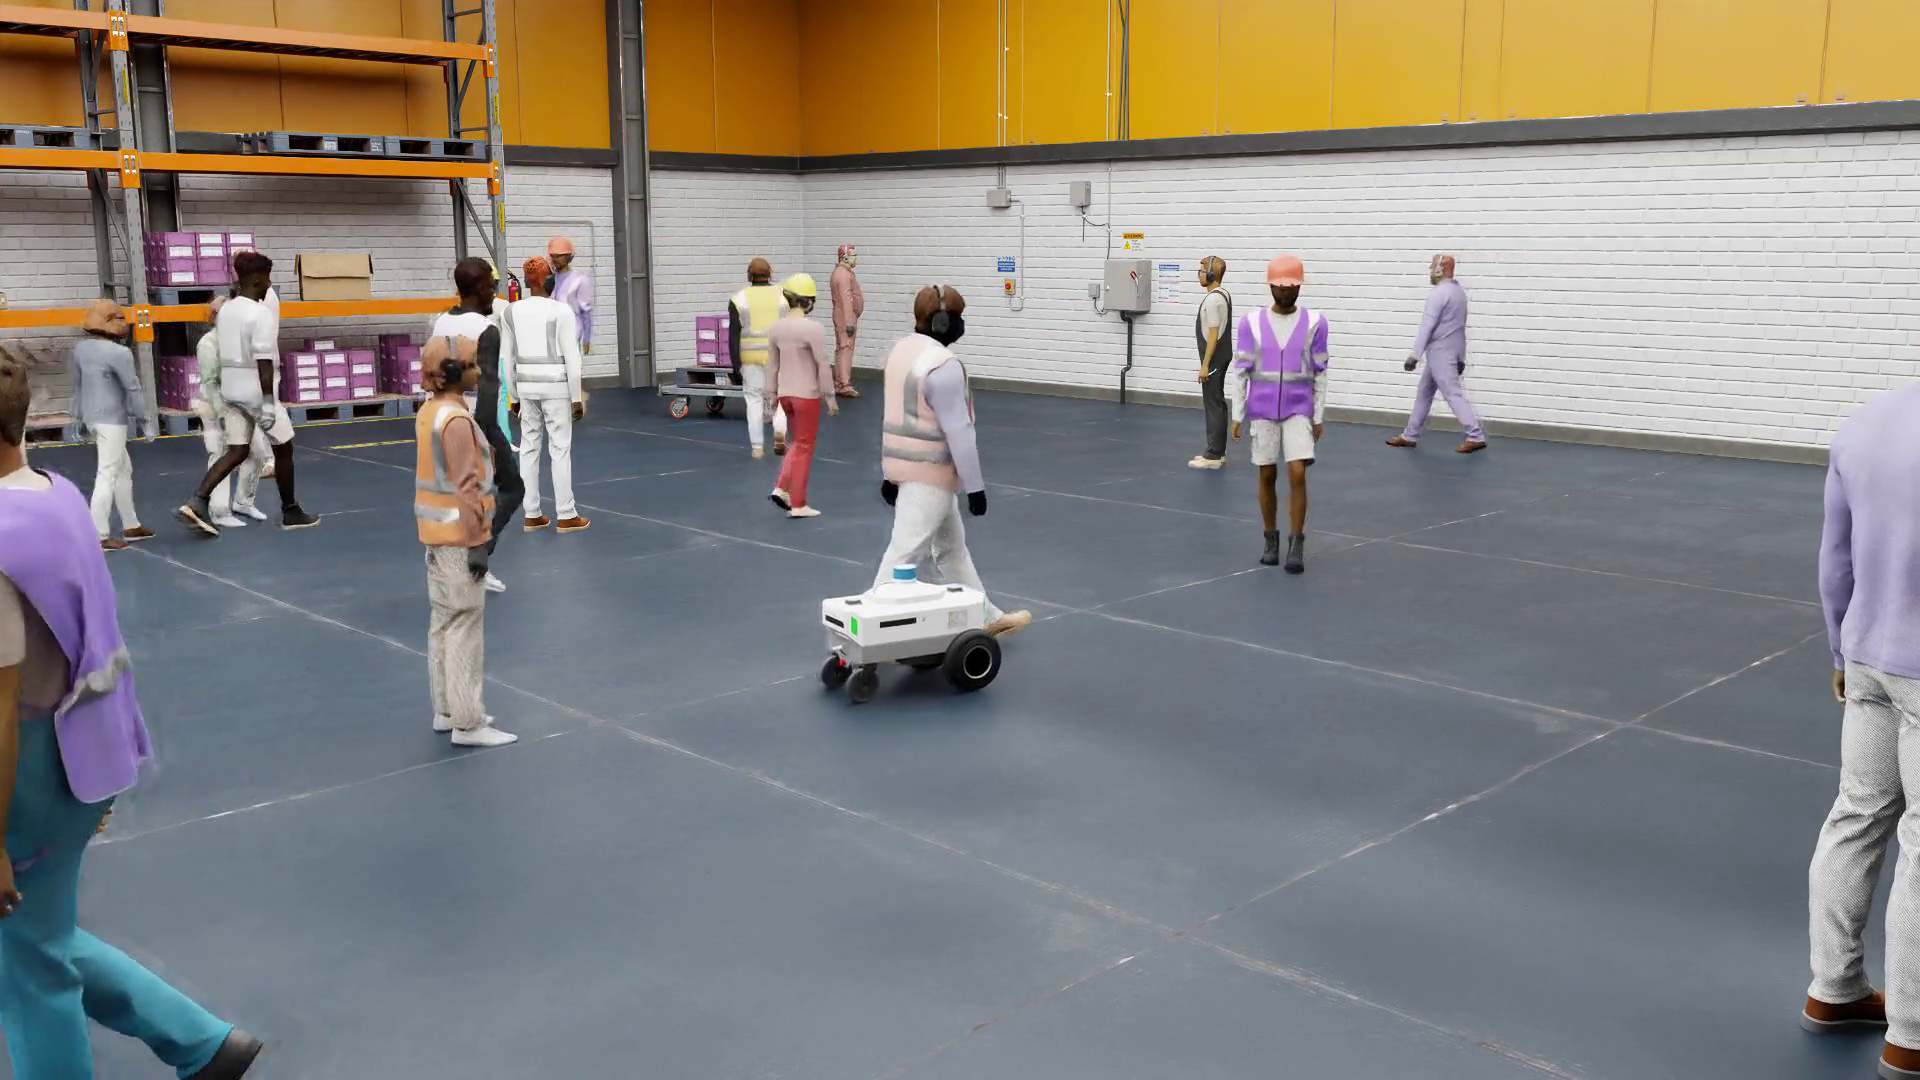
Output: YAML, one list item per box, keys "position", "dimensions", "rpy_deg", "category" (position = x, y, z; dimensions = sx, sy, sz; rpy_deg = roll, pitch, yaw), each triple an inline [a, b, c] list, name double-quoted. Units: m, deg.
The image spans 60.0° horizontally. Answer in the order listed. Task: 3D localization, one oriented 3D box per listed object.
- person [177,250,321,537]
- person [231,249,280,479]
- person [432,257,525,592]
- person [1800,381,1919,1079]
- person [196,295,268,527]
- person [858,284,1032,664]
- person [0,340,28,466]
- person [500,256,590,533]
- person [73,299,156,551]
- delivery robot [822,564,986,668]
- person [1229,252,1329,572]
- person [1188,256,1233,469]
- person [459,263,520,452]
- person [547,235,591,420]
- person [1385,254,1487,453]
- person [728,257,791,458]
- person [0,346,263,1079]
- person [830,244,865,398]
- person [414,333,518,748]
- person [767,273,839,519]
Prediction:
- position: [-4.842, -0.981, 11.205]
  dimensions: [0.605, 1.928, 0.911]
  rpy_deg: [6, 12, 32]
  category: "person"
- position: [-5.908, -1.470, 13.924]
  dimensions: [0.407, 1.910, 0.639]
  rpy_deg: [-8, 13, -36]
  category: "person"
- position: [-2.725, -0.627, 9.353]
  dimensions: [0.601, 1.903, 0.454]
  rpy_deg: [9, 14, 40]
  category: "person"
- position: [2.331, 0.333, 4.005]
  dimensions: [0.354, 1.938, 0.636]
  rpy_deg: [-2, 11, -11]
  category: "person"
- position: [-5.047, -0.875, 11.461]
  dimensions: [0.436, 1.617, 0.534]
  rpy_deg: [2, 11, 11]
  category: "person"
- position: [-0.090, -0.308, 7.914]
  dimensions: [0.971, 1.786, 0.649]
  rpy_deg: [-4, 11, -20]
  category: "person"
- position: [-3.071, 0.187, 4.798]
  dimensions: [0.761, 1.943, 0.495]
  rpy_deg: [-3, 11, -16]
  category: "person"
- position: [-2.829, -0.985, 11.348]
  dimensions: [0.572, 1.883, 0.356]
  rpy_deg: [3, 11, 17]
  category: "person"
- position: [-5.440, -0.746, 10.787]
  dimensions: [0.524, 1.606, 0.688]
  rpy_deg: [6, 12, 28]
  category: "person"
- position: [-0.248, 0.352, 7.425]
  dimensions: [0.707, 0.478, 0.477]
  rpy_deg: [-6, 12, -30]
  category: "delivery robot"
- position: [1.918, -0.761, 10.021]
  dimensions: [0.572, 1.914, 0.695]
  rpy_deg: [2, 11, 12]
  category: "person"
- position: [2.188, -1.539, 14.468]
  dimensions: [0.344, 1.847, 0.504]
  rpy_deg: [4, 11, 21]
  category: "person"
- position: [-4.377, -1.677, 15.447]
  dimensions: [0.527, 1.765, 0.328]
  rpy_deg: [2, 11, 9]
  category: "person"
- position: [-4.111, -2.166, 17.390]
  dimensions: [0.629, 2.024, 0.772]
  rpy_deg: [4, 11, 19]
  category: "person"
- position: [4.529, -1.746, 15.591]
  dimensions: [1.009, 1.859, 0.647]
  rpy_deg: [6, 12, 32]
  category: "person"
- position: [-1.765, -1.623, 14.968]
  dimensions: [0.640, 1.830, 0.606]
  rpy_deg: [-2, 11, -11]
  category: "person"
- position: [-1.808, 0.506, 3.353]
  dimensions: [0.501, 1.834, 0.564]
  rpy_deg: [-3, 11, -18]
  category: "person"
- position: [-1.406, -2.737, 20.836]
  dimensions: [0.407, 1.908, 0.641]
  rpy_deg: [-2, 11, -13]
  category: "person"
- position: [-1.999, 0.005, 6.620]
  dimensions: [0.309, 1.637, 0.519]
  rpy_deg: [-6, 12, -31]
  category: "person"
- position: [-1.118, -1.020, 11.900]
  dimensions: [0.377, 1.755, 0.531]
  rpy_deg: [-10, 14, -44]
  category: "person"
